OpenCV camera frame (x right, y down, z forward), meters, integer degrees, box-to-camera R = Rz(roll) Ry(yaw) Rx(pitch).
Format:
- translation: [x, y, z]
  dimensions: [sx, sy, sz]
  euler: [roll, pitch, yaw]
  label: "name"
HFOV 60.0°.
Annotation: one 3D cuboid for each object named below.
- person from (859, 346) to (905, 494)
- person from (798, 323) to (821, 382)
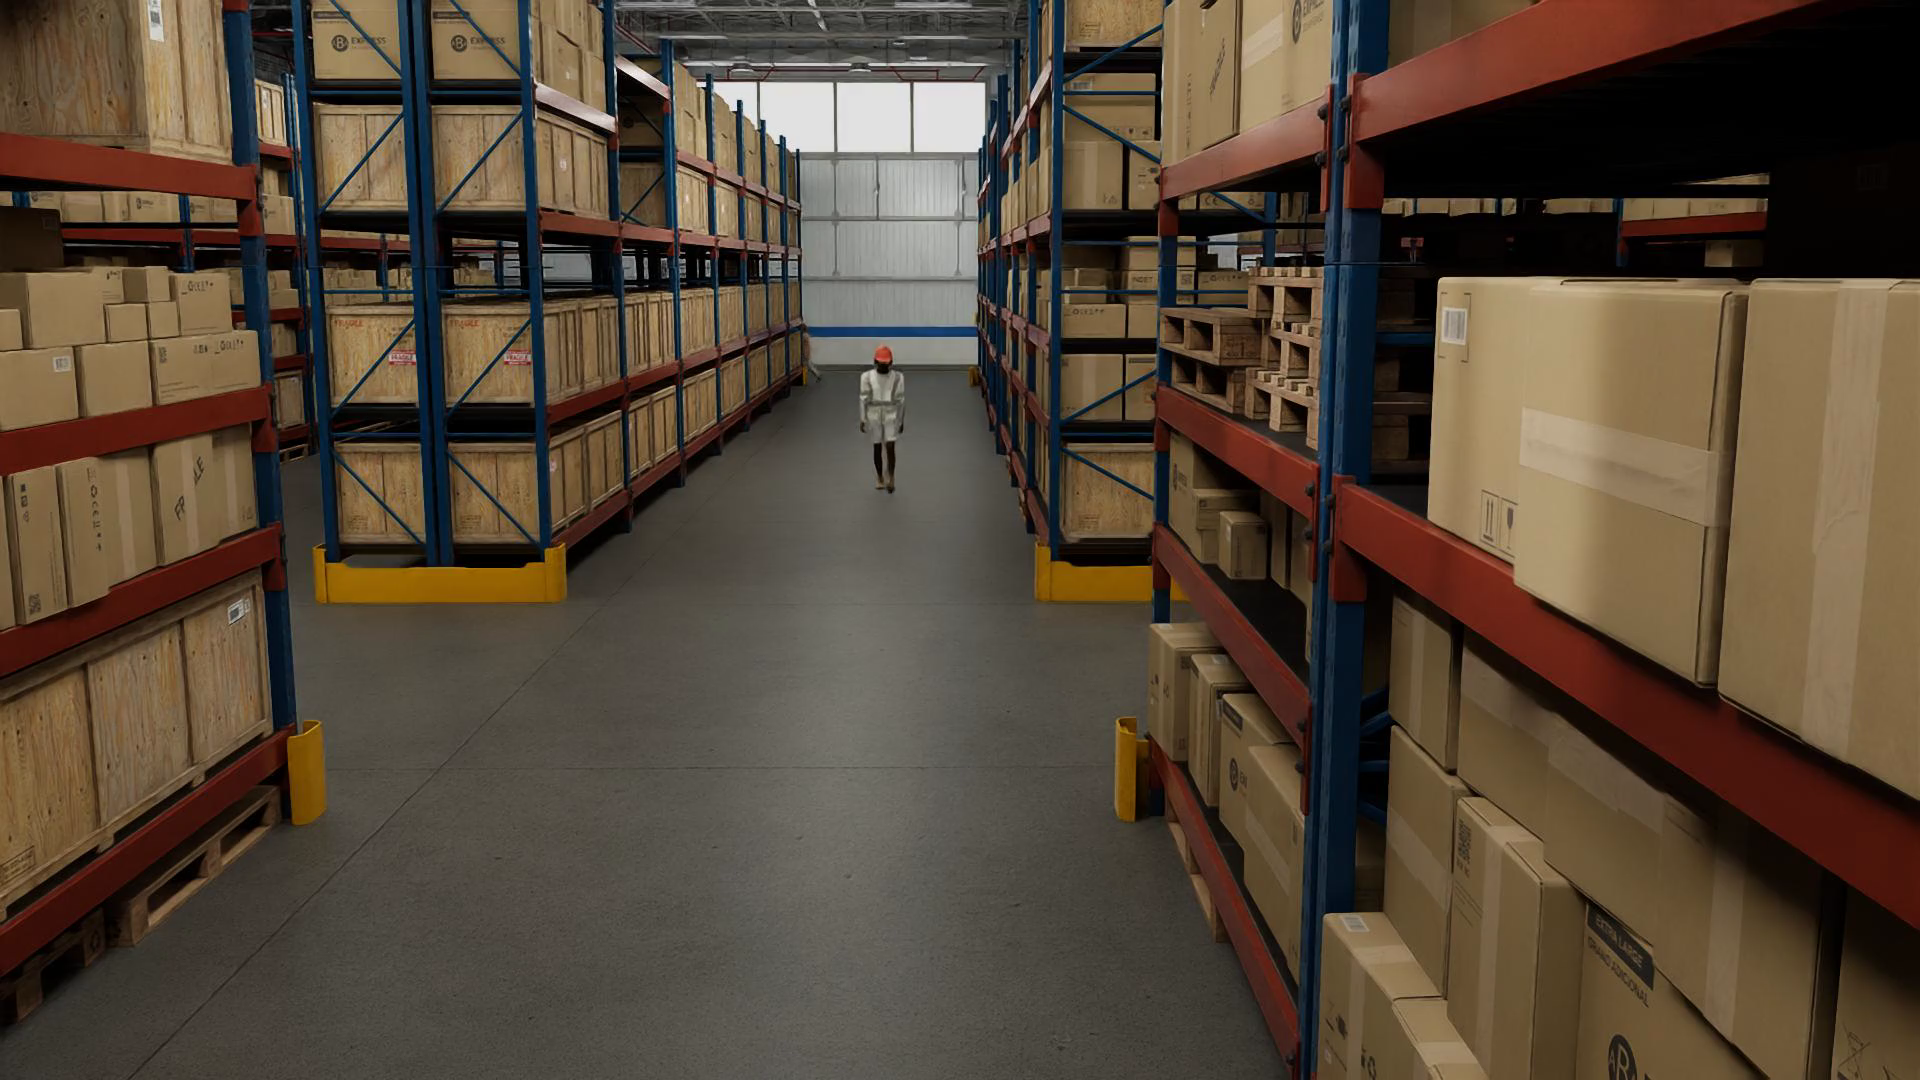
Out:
- translation: [-1.053, -1.629, 22.568]
  dimensions: [0.618, 1.984, 1.056]
  euler: [0, 9, 0]
  label: "person"
- translation: [-4.029, -4.909, 43.814]
  dimensions: [0.624, 1.615, 0.521]
  euler: [3, 10, 18]
  label: "person"
